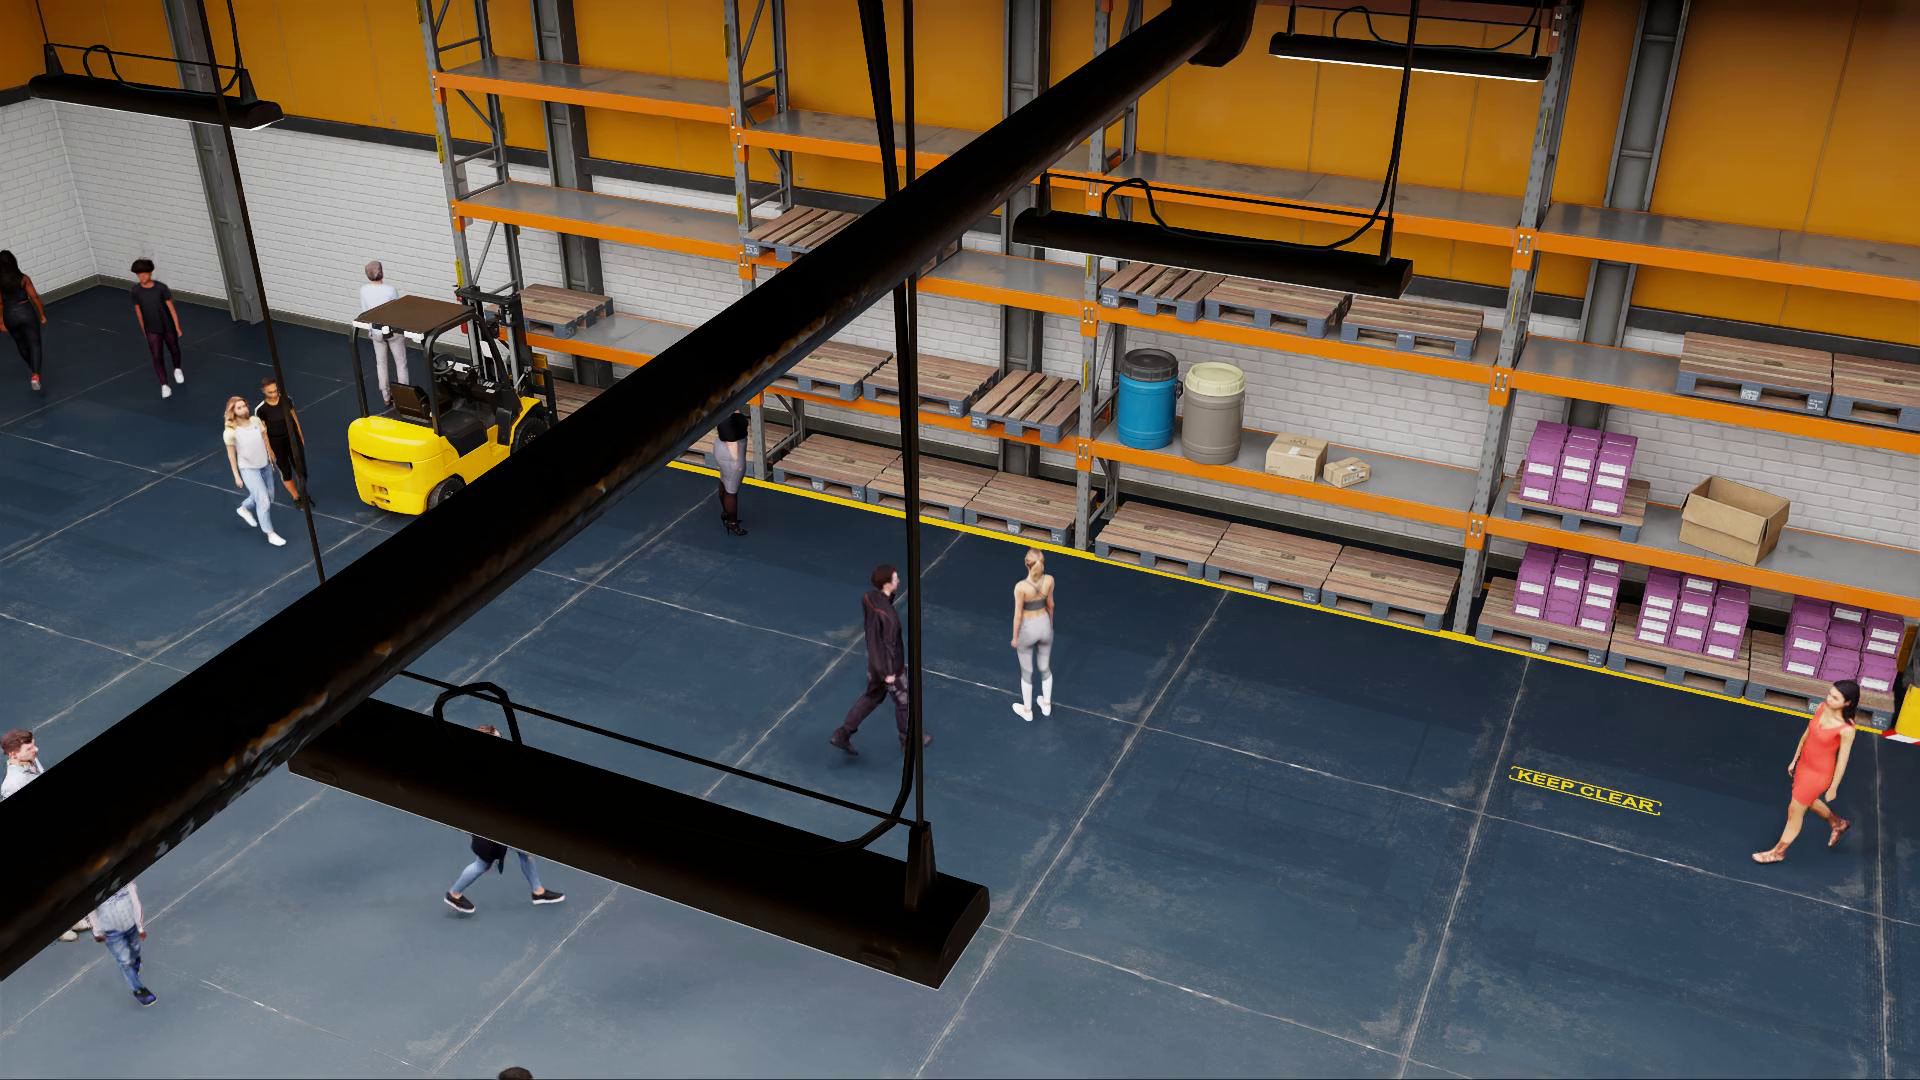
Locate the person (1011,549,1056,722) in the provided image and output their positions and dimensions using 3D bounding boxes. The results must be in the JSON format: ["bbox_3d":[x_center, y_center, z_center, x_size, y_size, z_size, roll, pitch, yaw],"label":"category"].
[{"bbox_3d":[0.662,0.832,14.753,0.659,1.702,0.714,-11,31,-20],"label":"person"}]

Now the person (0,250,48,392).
[{"bbox_3d":[-12.028,-2.784,21.302,1.200,1.779,1.249,-10,30,-18],"label":"person"}]

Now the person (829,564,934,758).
[{"bbox_3d":[-0.697,1.072,14.120,1.171,1.886,1.205,-15,32,-26],"label":"person"}]

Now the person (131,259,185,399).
[{"bbox_3d":[-10.239,-2.768,21.308,1.072,1.744,1.167,-12,31,-20],"label":"person"}]

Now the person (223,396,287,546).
[{"bbox_3d":[-7.555,-0.756,17.660,0.909,1.706,0.624,14,32,24],"label":"person"}]

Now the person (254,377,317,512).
[{"bbox_3d":[-7.491,-1.094,18.342,0.733,1.646,0.763,-21,35,-34],"label":"person"}]

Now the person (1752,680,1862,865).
[{"bbox_3d":[6.743,1.805,12.972,1.114,1.699,0.930,-4,29,-7],"label":"person"}]

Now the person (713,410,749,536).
[{"bbox_3d":[-2.486,-0.898,17.863,0.825,1.760,0.773,-8,30,-15],"label":"person"}]

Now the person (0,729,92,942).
[{"bbox_3d":[-6.809,2.173,12.160,0.863,1.830,0.801,-10,30,-18],"label":"person"}]

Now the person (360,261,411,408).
[{"bbox_3d":[-7.173,-2.587,20.821,0.653,1.894,0.792,2,29,3],"label":"person"}]

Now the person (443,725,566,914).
[{"bbox_3d":[-3.553,2.131,12.429,1.208,1.647,0.971,-1,29,-2],"label":"person"}]

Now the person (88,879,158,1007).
[{"bbox_3d":[-5.993,2.696,11.831,0.735,1.227,0.907,-15,32,-26],"label":"person"}]
